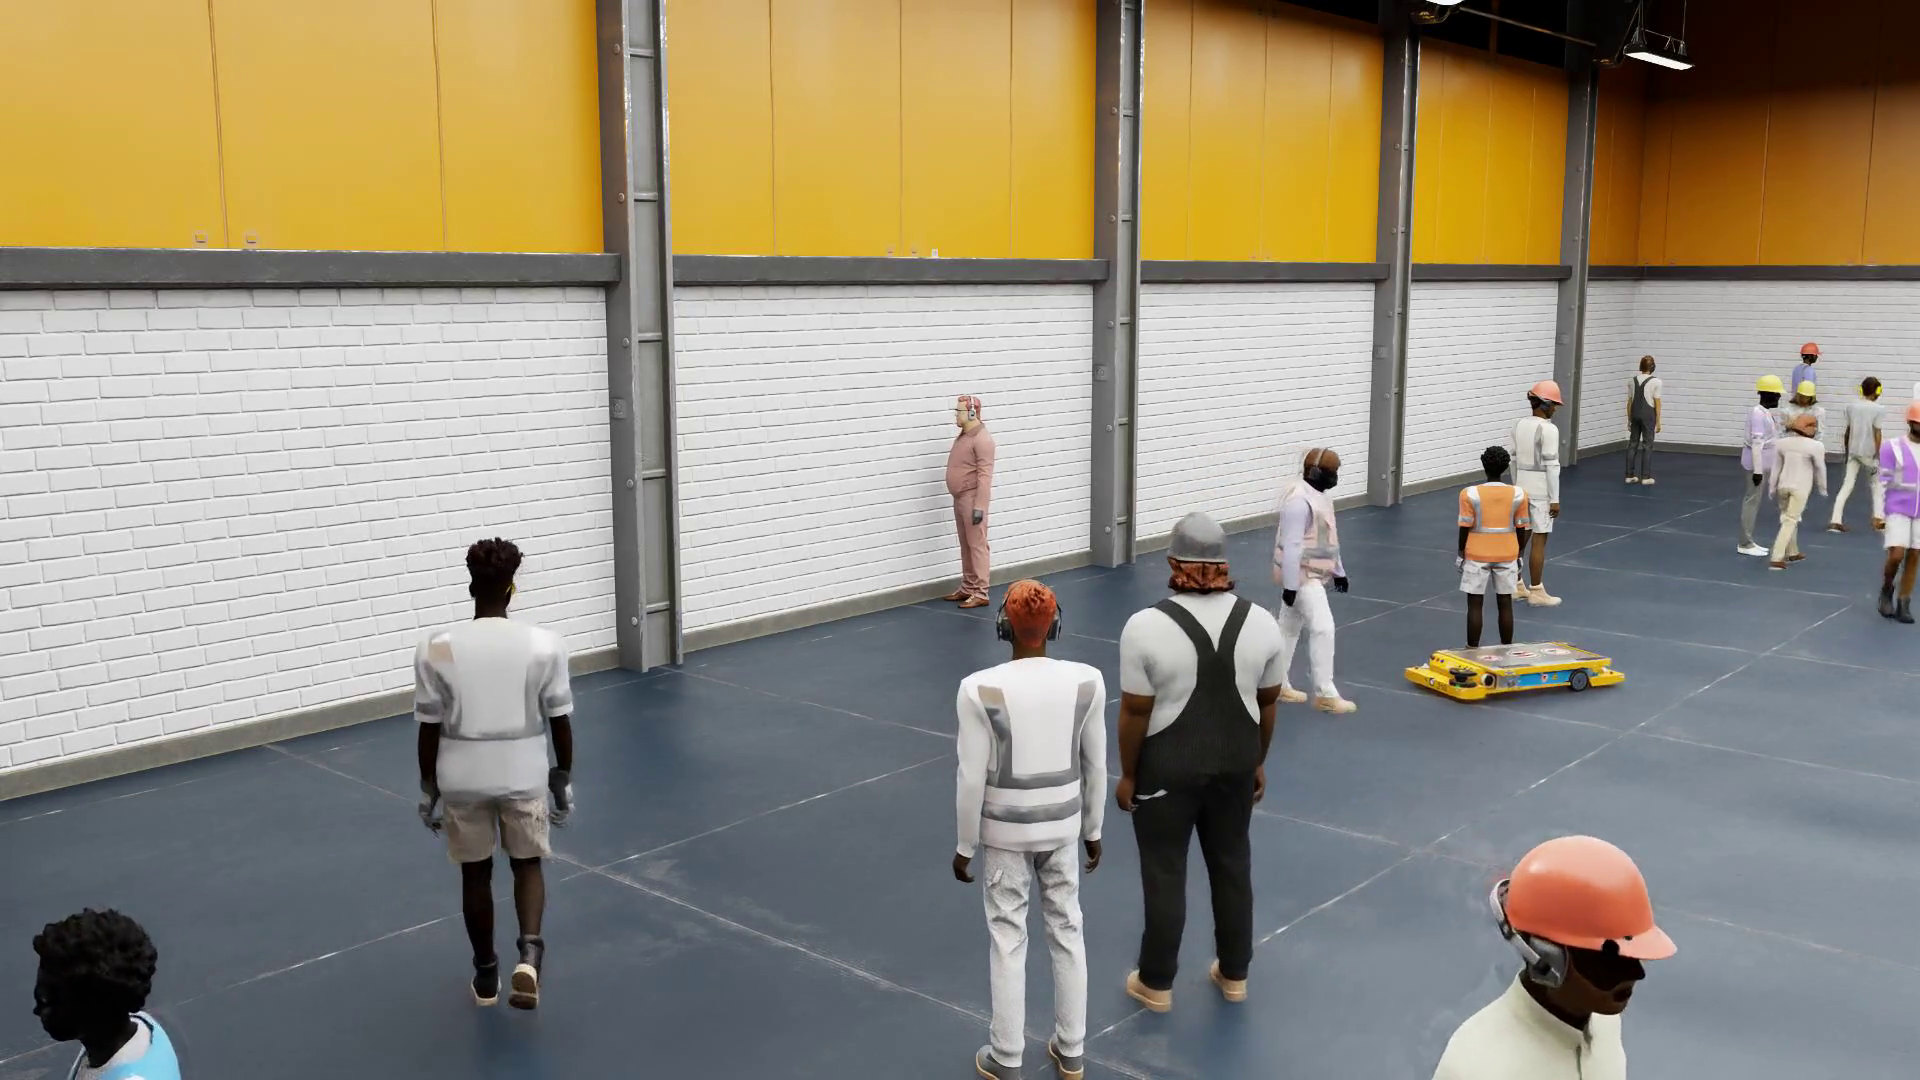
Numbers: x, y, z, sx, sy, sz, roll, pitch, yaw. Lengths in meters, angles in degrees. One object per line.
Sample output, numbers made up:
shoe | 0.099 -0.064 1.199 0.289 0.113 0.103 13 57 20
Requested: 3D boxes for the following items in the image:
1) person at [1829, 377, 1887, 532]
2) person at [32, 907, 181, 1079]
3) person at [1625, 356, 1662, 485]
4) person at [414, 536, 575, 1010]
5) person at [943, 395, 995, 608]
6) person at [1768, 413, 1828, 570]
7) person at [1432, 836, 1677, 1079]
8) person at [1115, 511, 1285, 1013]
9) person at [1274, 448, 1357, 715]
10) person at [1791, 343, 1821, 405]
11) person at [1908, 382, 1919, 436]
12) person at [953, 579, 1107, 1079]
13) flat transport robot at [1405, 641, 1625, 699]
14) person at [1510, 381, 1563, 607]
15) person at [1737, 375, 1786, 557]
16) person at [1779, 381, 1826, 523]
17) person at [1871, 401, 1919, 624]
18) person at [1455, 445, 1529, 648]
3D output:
person | 10.491 -0.983 19.281 0.989 1.804 0.550 -5 10 -27
person | -1.704 1.576 3.574 0.603 1.680 0.543 -4 10 -22
person | 9.749 -1.705 23.720 0.341 1.839 0.501 -6 11 -35
person | -1.847 0.964 6.629 0.617 1.948 0.599 -3 9 -17
person | 0.073 -0.346 14.947 0.407 1.910 0.639 -3 10 -18
person | 8.527 -0.497 16.879 0.810 1.588 0.513 -5 10 -29
person | 1.121 1.513 3.194 0.615 1.940 1.042 -7 12 -39
person | 0.934 0.888 6.785 0.688 2.000 0.536 -2 9 -15
person | 2.457 0.269 11.381 0.777 1.803 0.653 3 10 21
person | 13.081 -2.083 25.754 0.365 1.939 0.542 0 9 2
person | 12.870 -1.500 22.098 0.542 1.939 0.366 -1 9 -5
person | 0.257 1.077 6.088 0.583 1.882 0.337 -3 9 -18
flat transport robot | 4.023 0.929 12.061 1.431 0.197 0.652 -3 10 -20
person | 5.219 -0.419 15.016 0.388 2.034 0.605 -3 9 -18
person | 8.532 -0.797 17.716 0.386 1.926 0.591 5 10 29
person | 10.086 -1.039 19.935 0.484 1.708 0.710 4 10 22
person | 8.122 -0.236 14.202 0.577 1.924 0.399 1 9 8
person | 4.021 0.131 12.610 0.541 1.695 0.315 0 9 1
